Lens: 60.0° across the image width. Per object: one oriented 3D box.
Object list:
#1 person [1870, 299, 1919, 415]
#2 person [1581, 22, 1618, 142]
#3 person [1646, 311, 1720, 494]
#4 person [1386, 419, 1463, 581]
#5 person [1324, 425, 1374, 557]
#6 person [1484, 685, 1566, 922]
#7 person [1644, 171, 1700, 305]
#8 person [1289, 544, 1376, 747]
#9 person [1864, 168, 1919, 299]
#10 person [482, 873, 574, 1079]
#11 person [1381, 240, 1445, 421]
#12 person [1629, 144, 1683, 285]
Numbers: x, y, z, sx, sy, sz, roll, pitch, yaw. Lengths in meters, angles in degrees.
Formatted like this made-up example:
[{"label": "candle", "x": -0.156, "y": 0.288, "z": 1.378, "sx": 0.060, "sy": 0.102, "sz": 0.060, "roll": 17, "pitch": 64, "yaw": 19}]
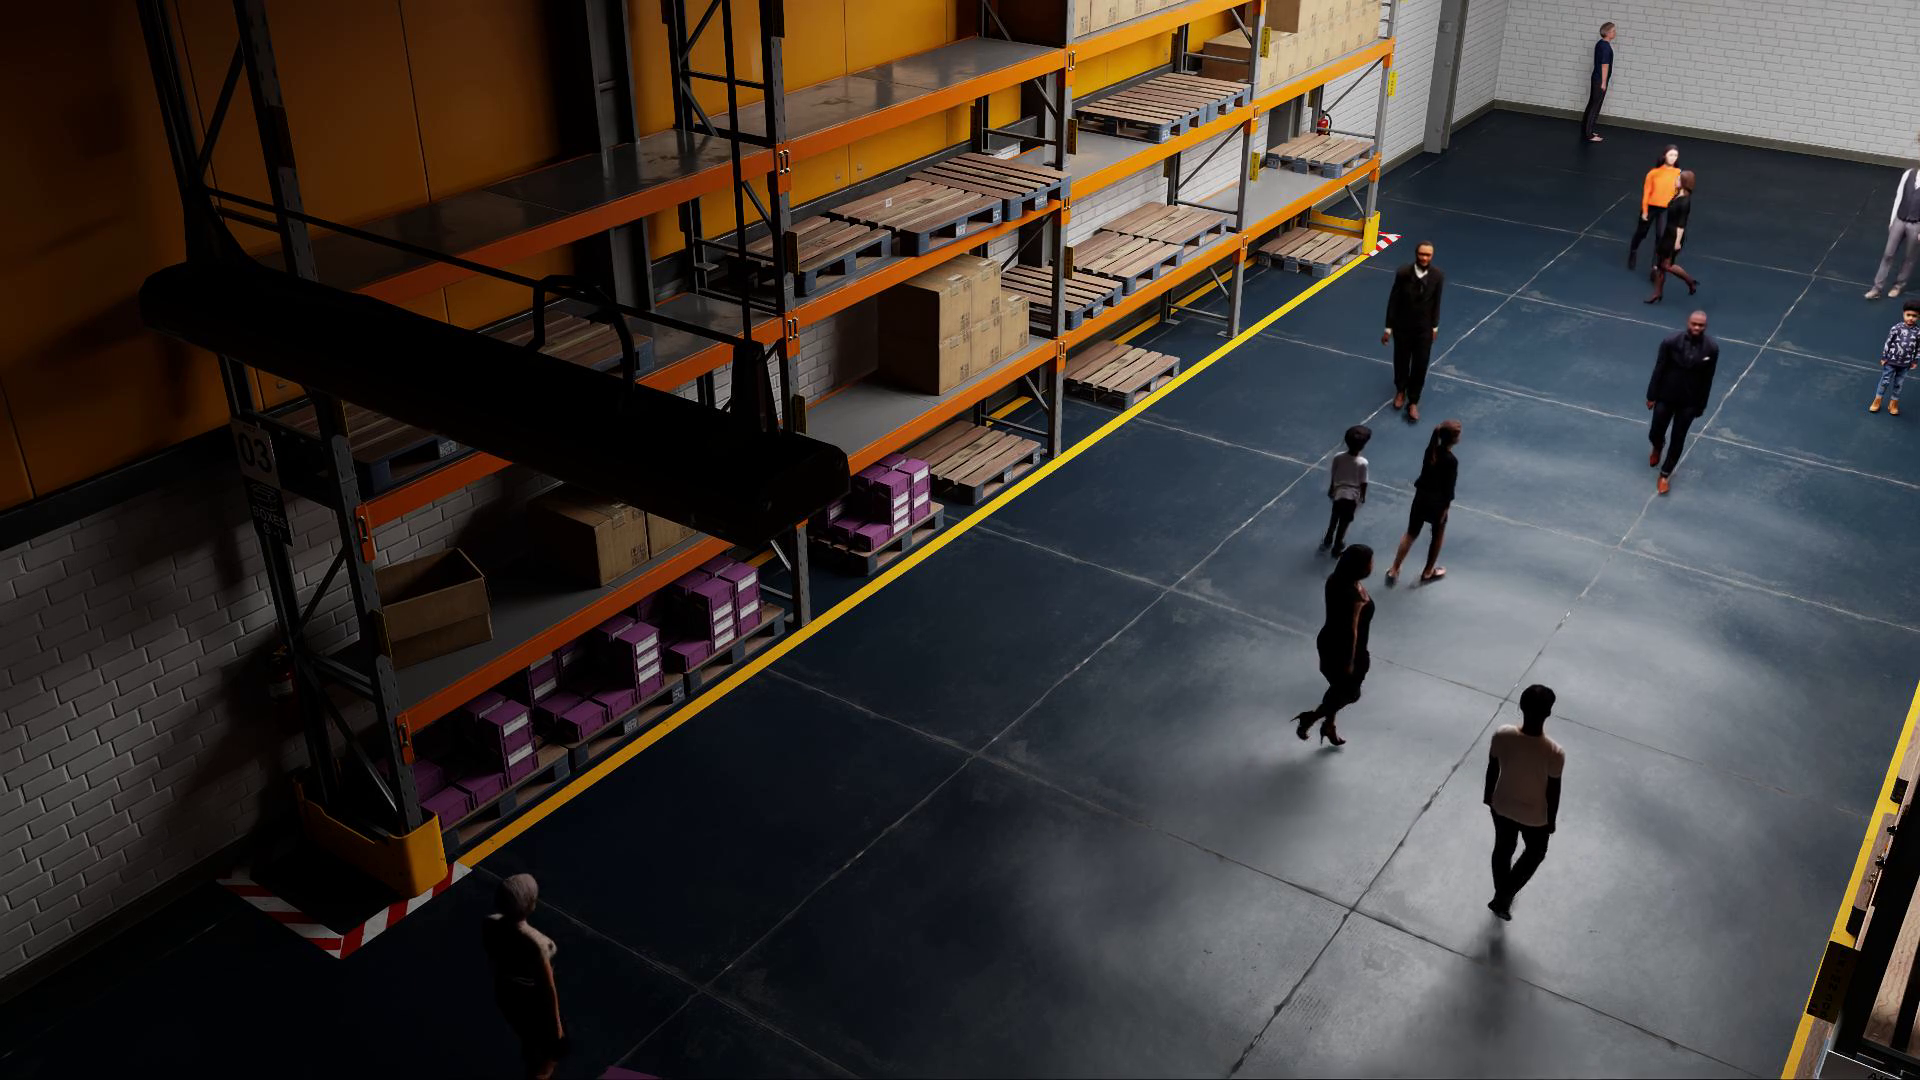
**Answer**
[{"label": "person", "x": 9.989, "y": -1.948, "z": 17.662, "sx": 0.537, "sy": 1.250, "sz": 0.538, "roll": 12, "pitch": 31, "yaw": 20}, {"label": "person", "x": 10.471, "y": -7.517, "z": 27.223, "sx": 0.796, "sy": 1.871, "sz": 0.655, "roll": 4, "pitch": 29, "yaw": 7}, {"label": "person", "x": 6.922, "y": -1.375, "z": 16.030, "sx": 0.832, "sy": 1.808, "sz": 0.978, "roll": 10, "pitch": 30, "yaw": 18}, {"label": "person", "x": 4.036, "y": -0.323, "z": 14.390, "sx": 0.897, "sy": 1.532, "sz": 0.732, "roll": -20, "pitch": 34, "yaw": -32}, {"label": "person", "x": 3.440, "y": -0.414, "z": 14.855, "sx": 0.480, "sy": 1.245, "sz": 0.466, "roll": 17, "pitch": 33, "yaw": 29}, {"label": "person", "x": 3.517, "y": 1.699, "z": 10.494, "sx": 0.678, "sy": 1.714, "sz": 0.777, "roll": 22, "pitch": 35, "yaw": 34}, {"label": "person", "x": 8.815, "y": -3.678, "z": 20.373, "sx": 0.848, "sy": 1.692, "sz": 0.873, "roll": 5, "pitch": 29, "yaw": 10}, {"label": "person", "x": 2.700, "y": 0.816, "z": 12.127, "sx": 0.942, "sy": 1.699, "sz": 0.884, "roll": -2, "pitch": 29, "yaw": -4}, {"label": "person", "x": 11.833, "y": -3.939, "z": 20.619, "sx": 1.071, "sy": 1.915, "sz": 0.848, "roll": -22, "pitch": 36, "yaw": -35}, {"label": "person", "x": -2.370, "y": 2.562, "z": 8.892, "sx": 0.641, "sy": 1.733, "sz": 0.908, "roll": 16, "pitch": 33, "yaw": 27}, {"label": "person", "x": 4.794, "y": -2.288, "z": 17.629, "sx": 0.887, "sy": 1.880, "sz": 1.007, "roll": 8, "pitch": 30, "yaw": 15}, {"label": "person", "x": 8.894, "y": -4.223, "z": 21.355, "sx": 0.965, "sy": 1.708, "sz": 1.200, "roll": 3, "pitch": 29, "yaw": 6}]
